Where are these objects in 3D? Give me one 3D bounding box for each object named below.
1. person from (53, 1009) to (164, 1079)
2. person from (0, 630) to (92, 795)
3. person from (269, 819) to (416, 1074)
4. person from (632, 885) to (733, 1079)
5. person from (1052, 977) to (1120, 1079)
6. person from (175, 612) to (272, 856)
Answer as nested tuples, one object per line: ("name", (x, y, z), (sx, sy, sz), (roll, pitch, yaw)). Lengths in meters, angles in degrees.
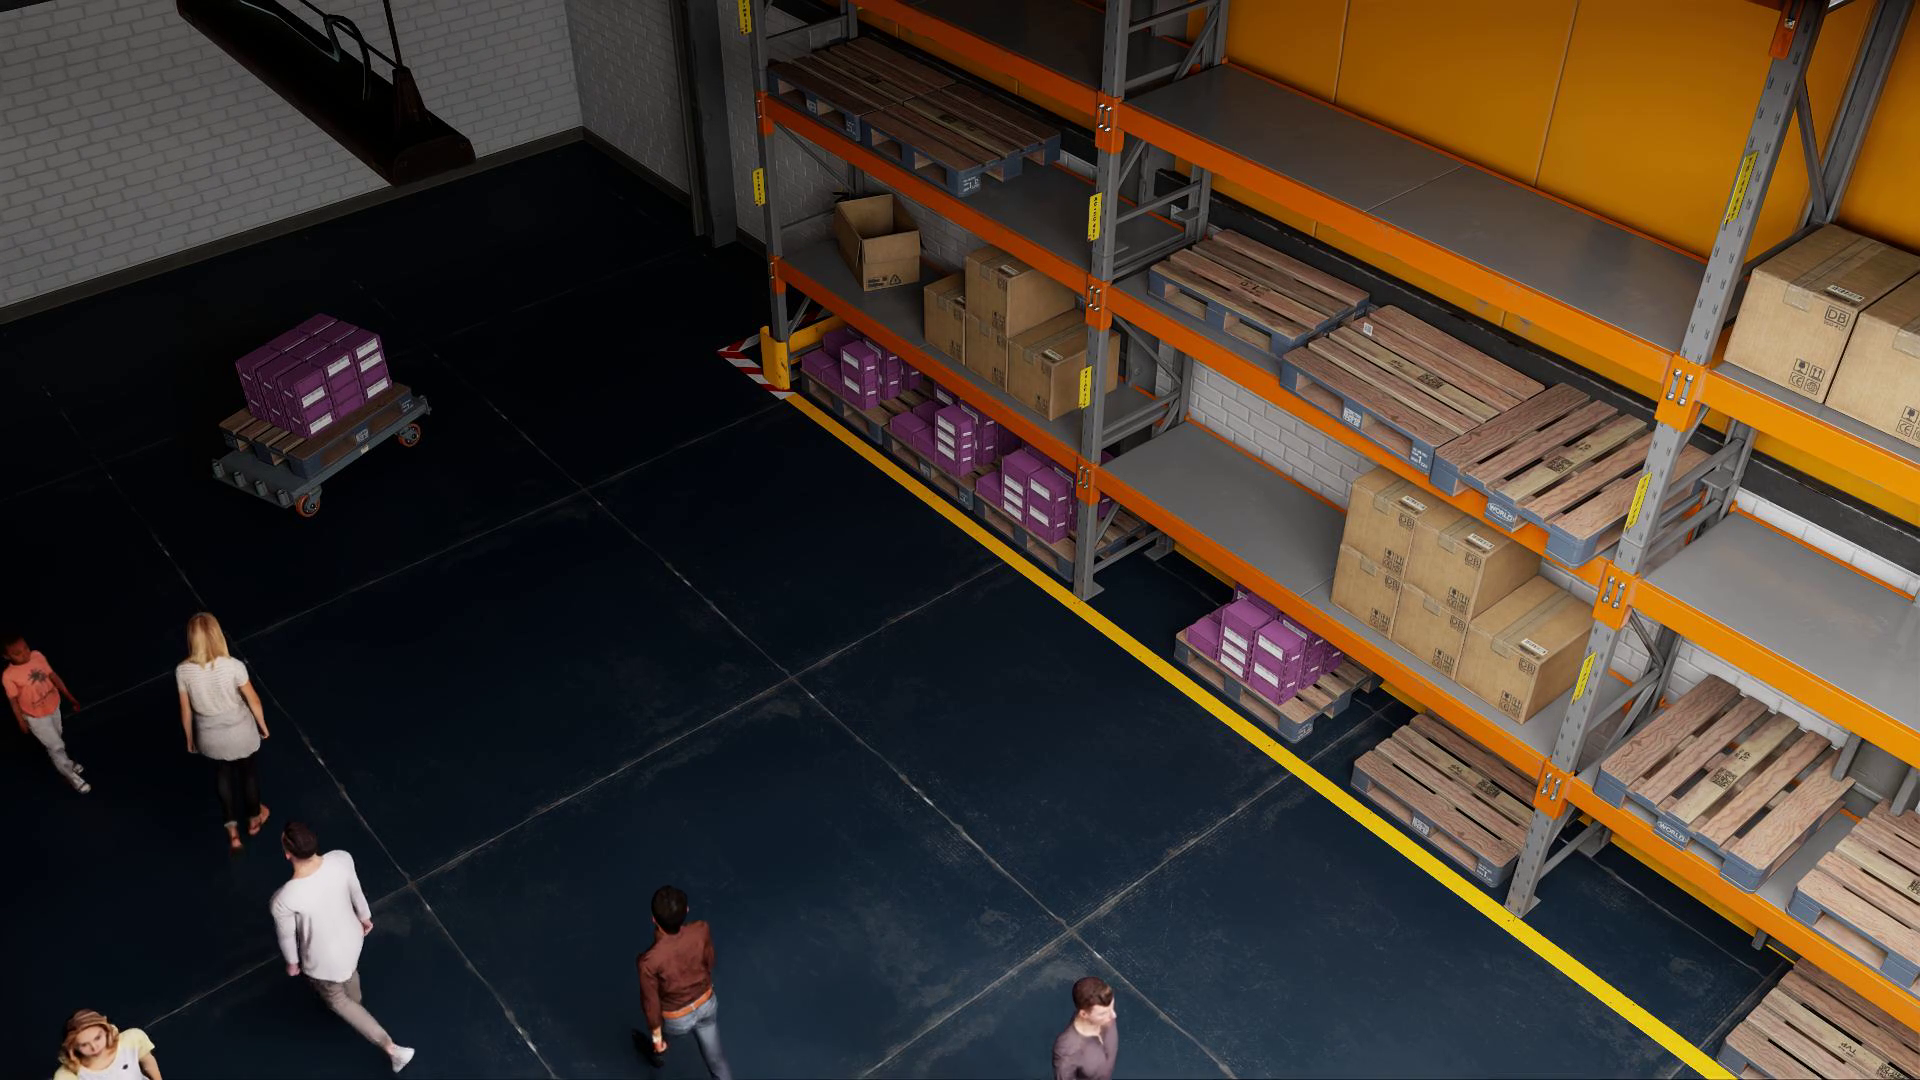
("person", (-4.282, 2.915, 8.490), (0.663, 1.665, 1.163), (-30, 47, -32))
("person", (-6.178, 1.090, 11.073), (0.753, 1.293, 0.657), (13, 40, 15))
("person", (-3.428, 2.262, 9.186), (1.177, 1.817, 0.914), (20, 43, 23))
("person", (-1.404, 2.566, 8.882), (0.653, 1.720, 1.133), (-29, 47, -31))
("person", (0.550, 2.816, 8.470), (0.909, 1.843, 0.790), (23, 44, 26))
("person", (-4.587, 1.287, 10.419), (0.865, 1.800, 0.968), (-10, 40, -13))
